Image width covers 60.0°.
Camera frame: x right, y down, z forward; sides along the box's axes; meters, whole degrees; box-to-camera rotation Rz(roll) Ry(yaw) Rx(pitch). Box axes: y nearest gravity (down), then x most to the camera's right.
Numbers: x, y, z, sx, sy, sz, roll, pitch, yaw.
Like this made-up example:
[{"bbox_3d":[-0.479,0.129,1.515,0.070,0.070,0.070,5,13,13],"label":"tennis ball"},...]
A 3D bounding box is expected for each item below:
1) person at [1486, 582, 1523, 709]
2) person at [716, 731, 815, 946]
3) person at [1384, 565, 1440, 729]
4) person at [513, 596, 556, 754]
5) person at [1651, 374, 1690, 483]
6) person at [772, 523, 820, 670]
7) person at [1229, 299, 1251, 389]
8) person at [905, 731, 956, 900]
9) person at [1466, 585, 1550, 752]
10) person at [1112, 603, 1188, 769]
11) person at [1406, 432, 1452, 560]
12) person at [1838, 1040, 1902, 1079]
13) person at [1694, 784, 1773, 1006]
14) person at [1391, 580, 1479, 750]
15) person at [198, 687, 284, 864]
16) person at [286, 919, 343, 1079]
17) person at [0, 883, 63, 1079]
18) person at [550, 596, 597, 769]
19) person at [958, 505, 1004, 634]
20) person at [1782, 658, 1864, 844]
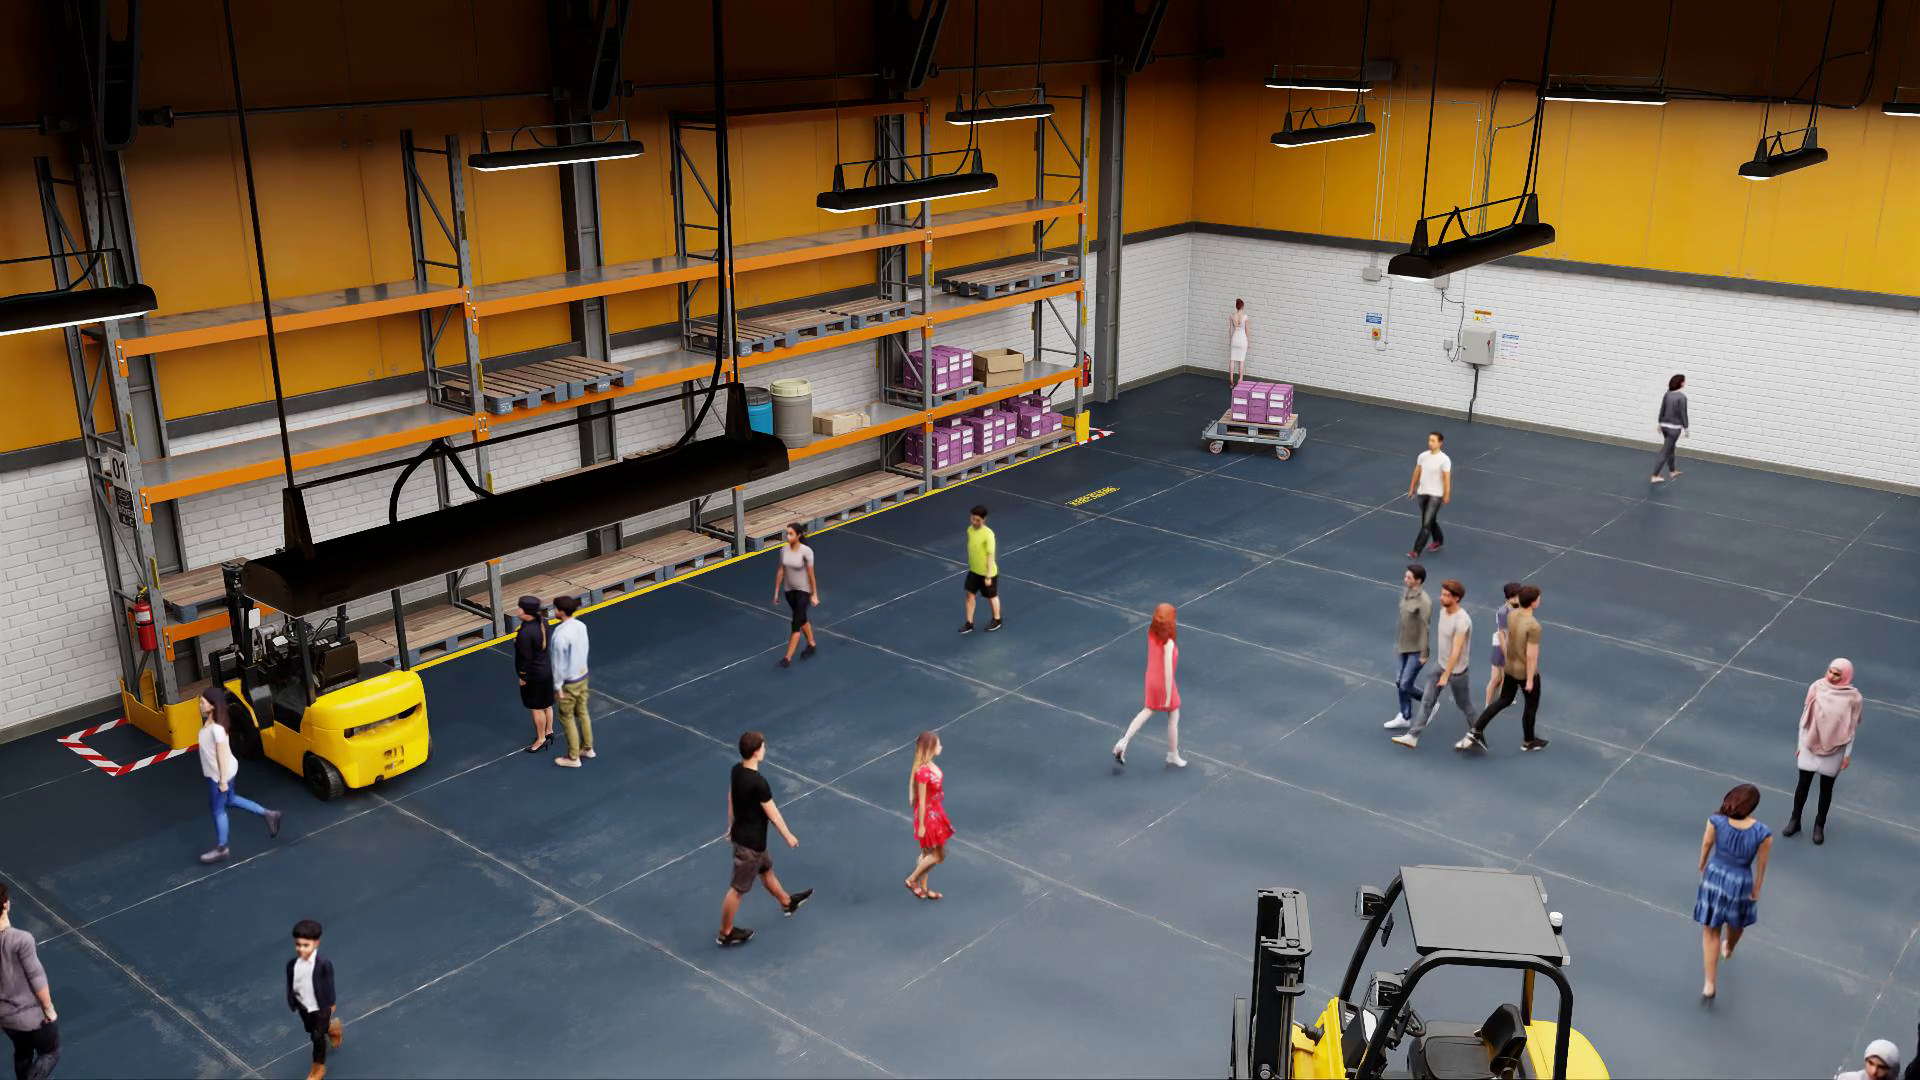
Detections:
[{"bbox_3d":[5.939,1.140,18.070,0.850,1.550,0.524,11,22,30],"label":"person"},{"bbox_3d":[-1.822,2.483,13.663,1.258,1.818,0.952,-10,21,-26],"label":"person"},{"bbox_3d":[4.868,1.147,17.583,0.989,1.848,0.926,-5,19,-14],"label":"person"},{"bbox_3d":[-4.381,1.381,17.167,0.864,1.671,0.744,4,19,11],"label":"person"},{"bbox_3d":[11.203,-1.750,26.359,1.057,1.737,0.905,-7,20,-19],"label":"person"},{"bbox_3d":[-1.829,0.611,19.399,0.708,1.704,1.138,11,22,31],"label":"person"},{"bbox_3d":[5.428,-3.827,32.442,0.598,1.793,0.521,11,21,29],"label":"person"},{"bbox_3d":[-0.365,2.387,14.314,0.797,1.584,0.743,2,19,6],"label":"person"},{"bbox_3d":[5.655,1.349,17.020,1.270,1.824,1.077,-6,19,-17],"label":"person"},{"bbox_3d":[1.929,1.491,16.633,1.128,1.804,0.852,-10,21,-26],"label":"person"},{"bbox_3d":[6.559,-0.626,22.985,1.187,1.761,0.799,-15,24,-38],"label":"person"},{"bbox_3d":[5.482,3.759,10.003,0.686,1.736,1.096,17,25,41],"label":"person"},{"bbox_3d":[5.944,2.777,12.891,0.830,1.754,1.190,8,20,23],"label":"person"},{"bbox_3d":[5.131,1.327,17.061,1.297,1.839,1.086,-6,19,-16],"label":"person"},{"bbox_3d":[-6.560,2.112,15.002,1.069,1.667,0.853,-9,21,-25],"label":"person"},{"bbox_3d":[-4.701,3.313,12.147,0.741,1.212,0.879,3,19,8],"label":"person"},{"bbox_3d":[-6.490,3.246,11.374,0.918,1.832,1.019,3,19,10],"label":"person"},{"bbox_3d":[-3.905,1.413,16.853,0.824,1.810,0.662,6,20,17],"label":"person"},{"bbox_3d":[0.313,0.336,20.290,0.894,1.658,0.652,-15,24,-38],"label":"person"},{"bbox_3d":[7.971,1.922,15.353,0.628,1.803,0.584,13,23,34],"label":"person"}]
